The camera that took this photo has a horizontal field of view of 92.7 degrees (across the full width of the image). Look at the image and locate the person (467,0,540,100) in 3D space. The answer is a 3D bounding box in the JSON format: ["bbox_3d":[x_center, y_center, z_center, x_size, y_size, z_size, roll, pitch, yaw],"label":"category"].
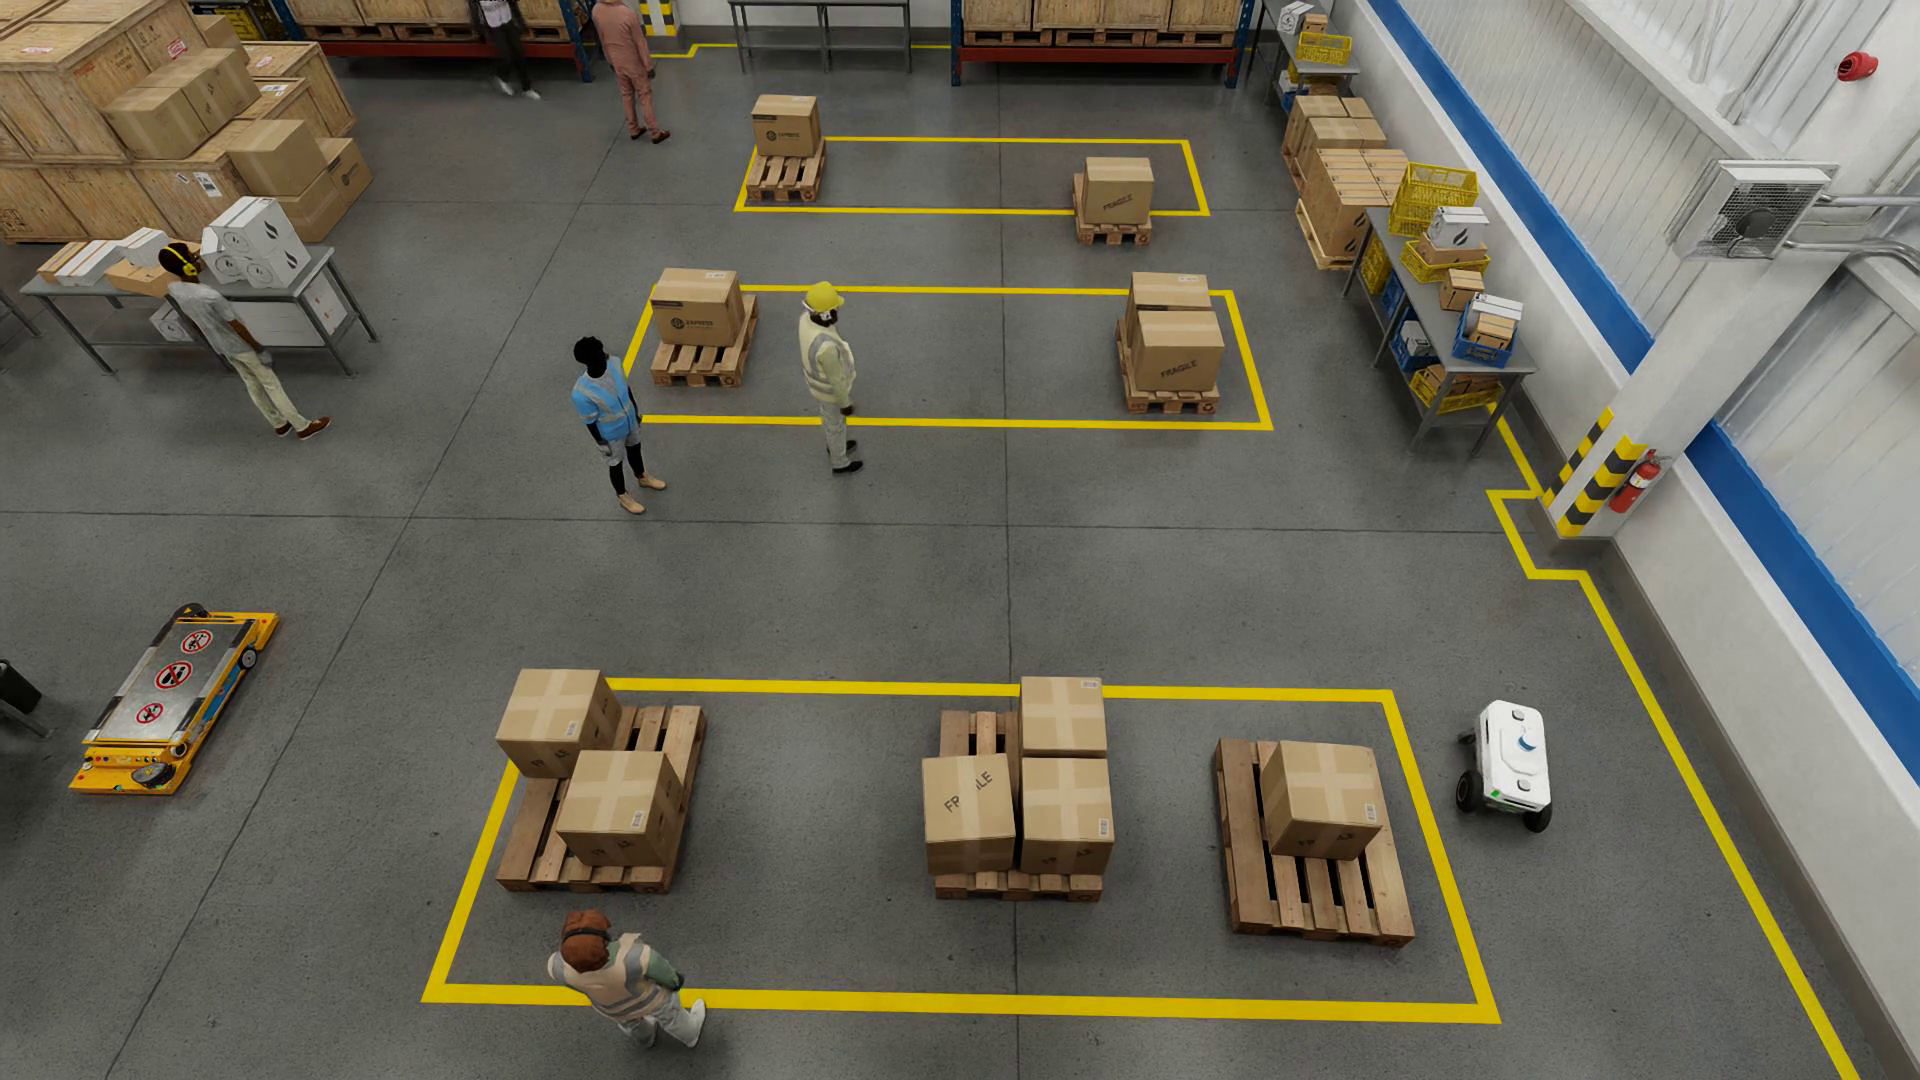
[{"bbox_3d":[-6.037,-6.757,12.008,0.458,1.900,0.616,26,55,21],"label":"person"}]

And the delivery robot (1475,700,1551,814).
[{"bbox_3d":[3.576,1.400,5.920,0.477,0.478,0.707,14,51,12],"label":"delivery robot"}]

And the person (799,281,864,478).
[{"bbox_3d":[-1.042,-1.278,7.420,0.403,1.828,0.605,-17,52,-14],"label":"person"}]

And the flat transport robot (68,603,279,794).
[{"bbox_3d":[-5.504,1.072,6.442,0.652,0.197,1.431,1,50,1],"label":"flat transport robot"}]

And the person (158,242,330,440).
[{"bbox_3d":[-6.047,-1.625,7.690,0.520,1.862,0.335,13,51,11],"label":"person"}]

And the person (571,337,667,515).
[{"bbox_3d":[-2.694,-0.891,7.183,0.320,1.684,0.533,18,52,15],"label":"person"}]

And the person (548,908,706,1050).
[{"bbox_3d":[-1.642,2.238,4.571,0.512,1.632,0.312,-2,50,-2],"label":"person"}]

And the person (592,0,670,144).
[{"bbox_3d":[-4.056,-5.890,11.280,0.643,1.898,0.398,18,52,15],"label":"person"}]
